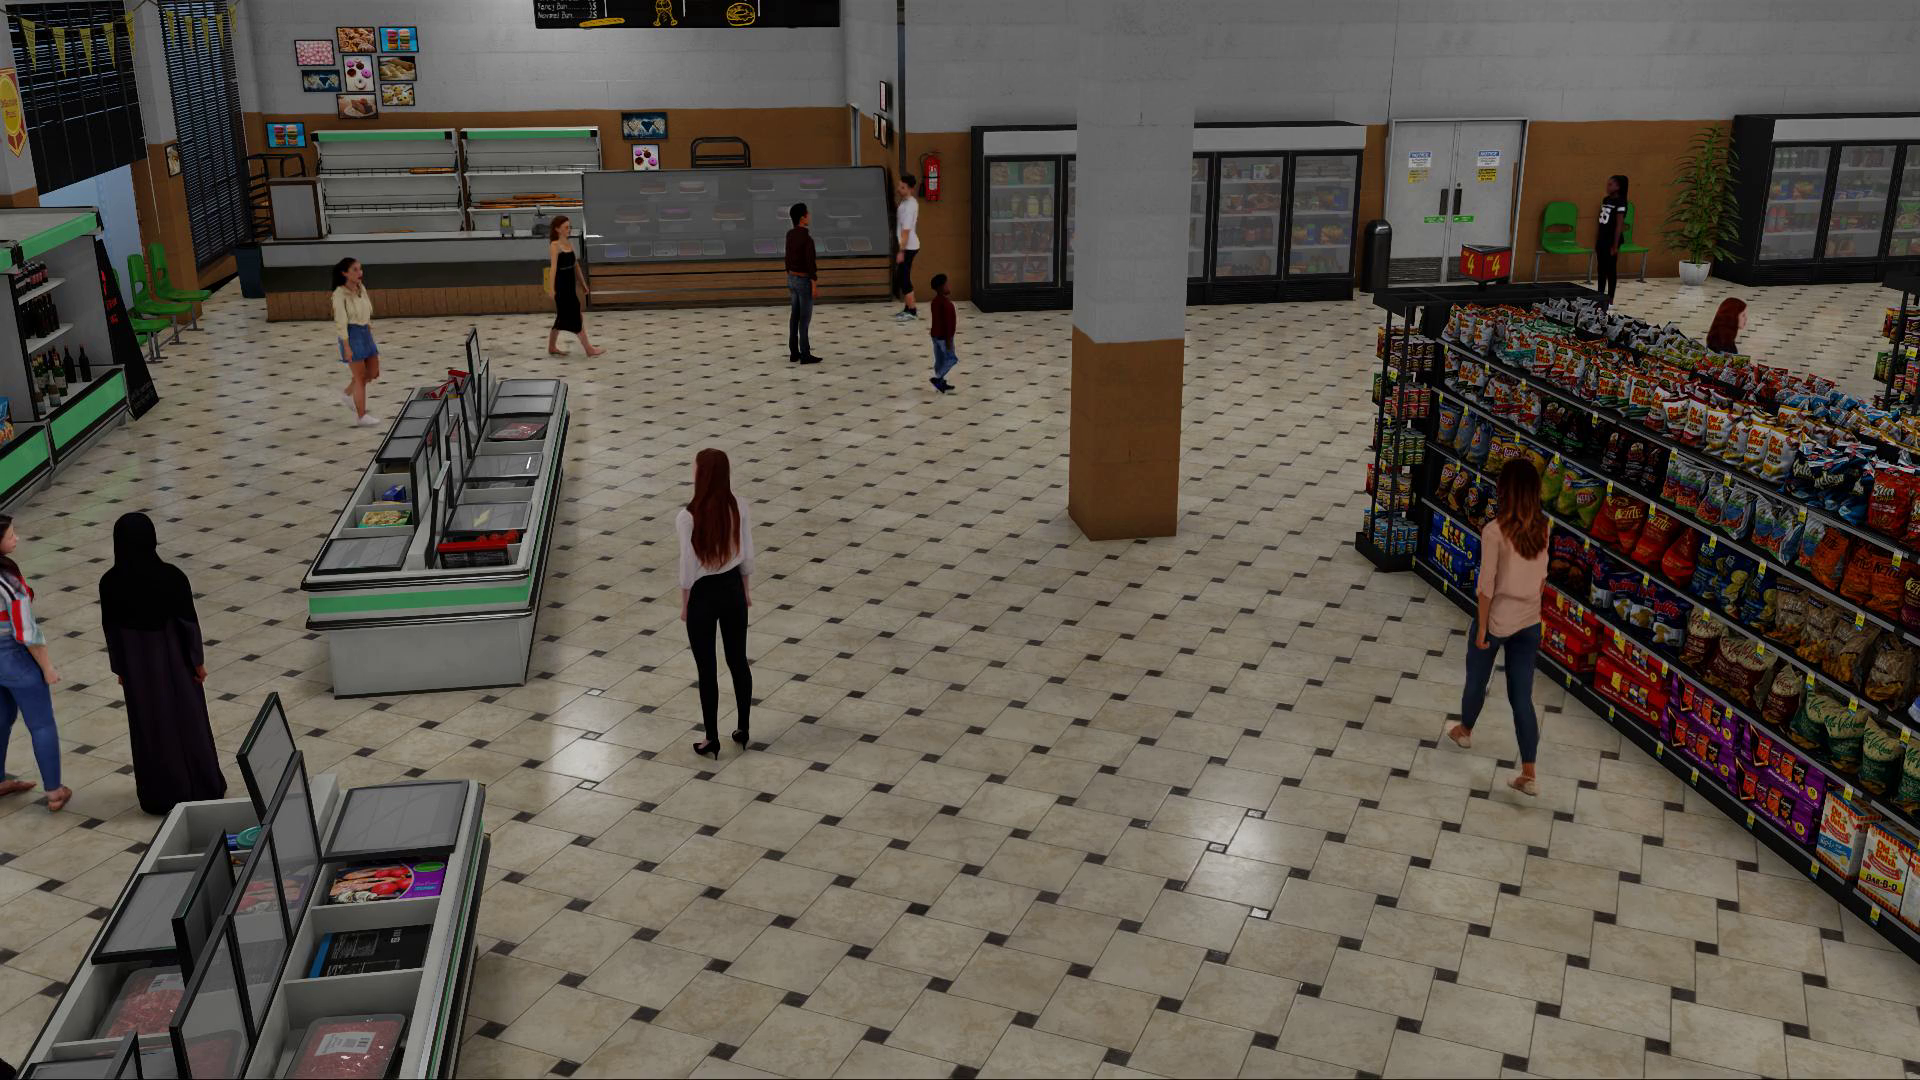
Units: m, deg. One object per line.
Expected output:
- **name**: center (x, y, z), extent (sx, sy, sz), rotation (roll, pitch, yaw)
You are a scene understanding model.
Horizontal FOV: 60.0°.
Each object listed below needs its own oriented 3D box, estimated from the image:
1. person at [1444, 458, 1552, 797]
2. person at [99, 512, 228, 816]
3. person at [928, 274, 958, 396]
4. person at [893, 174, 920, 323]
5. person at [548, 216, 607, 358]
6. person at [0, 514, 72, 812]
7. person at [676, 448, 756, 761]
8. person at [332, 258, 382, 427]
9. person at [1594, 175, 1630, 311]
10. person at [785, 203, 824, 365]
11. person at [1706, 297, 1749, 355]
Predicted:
- **person**: center (2.921, 0.493, 8.700), extent (0.589, 1.742, 1.153), rotation (-4, 19, -10)
- **person**: center (-4.111, 0.627, 8.502), extent (0.604, 1.614, 0.584), rotation (-2, 19, -7)
- **person**: center (-0.230, -2.118, 17.212), extent (0.639, 1.251, 0.574), rotation (-8, 20, -23)
- **person**: center (-0.679, -3.678, 20.929), extent (0.839, 1.831, 0.623), rotation (6, 19, 16)
- **person**: center (-4.573, -2.844, 18.829), extent (0.893, 1.593, 1.007), rotation (4, 19, 13)
- **person**: center (-4.851, 0.648, 8.478), extent (0.721, 1.590, 0.723), rotation (6, 19, 16)
- **person**: center (-1.334, 0.352, 9.096), extent (0.668, 1.756, 0.649), rotation (-13, 22, -33)
- **person**: center (-5.876, -1.906, 15.998), extent (0.875, 1.624, 0.830), rotation (6, 19, 17)
- **person**: center (8.471, -3.881, 21.691), extent (0.658, 1.730, 0.490), rotation (-4, 19, -11)
- **person**: center (-1.785, -2.874, 18.625), extent (0.782, 1.780, 0.639), rotation (-15, 24, -37)
- **person**: center (5.969, -1.032, 13.145), extent (0.733, 1.791, 0.658), rotation (9, 21, 26)
